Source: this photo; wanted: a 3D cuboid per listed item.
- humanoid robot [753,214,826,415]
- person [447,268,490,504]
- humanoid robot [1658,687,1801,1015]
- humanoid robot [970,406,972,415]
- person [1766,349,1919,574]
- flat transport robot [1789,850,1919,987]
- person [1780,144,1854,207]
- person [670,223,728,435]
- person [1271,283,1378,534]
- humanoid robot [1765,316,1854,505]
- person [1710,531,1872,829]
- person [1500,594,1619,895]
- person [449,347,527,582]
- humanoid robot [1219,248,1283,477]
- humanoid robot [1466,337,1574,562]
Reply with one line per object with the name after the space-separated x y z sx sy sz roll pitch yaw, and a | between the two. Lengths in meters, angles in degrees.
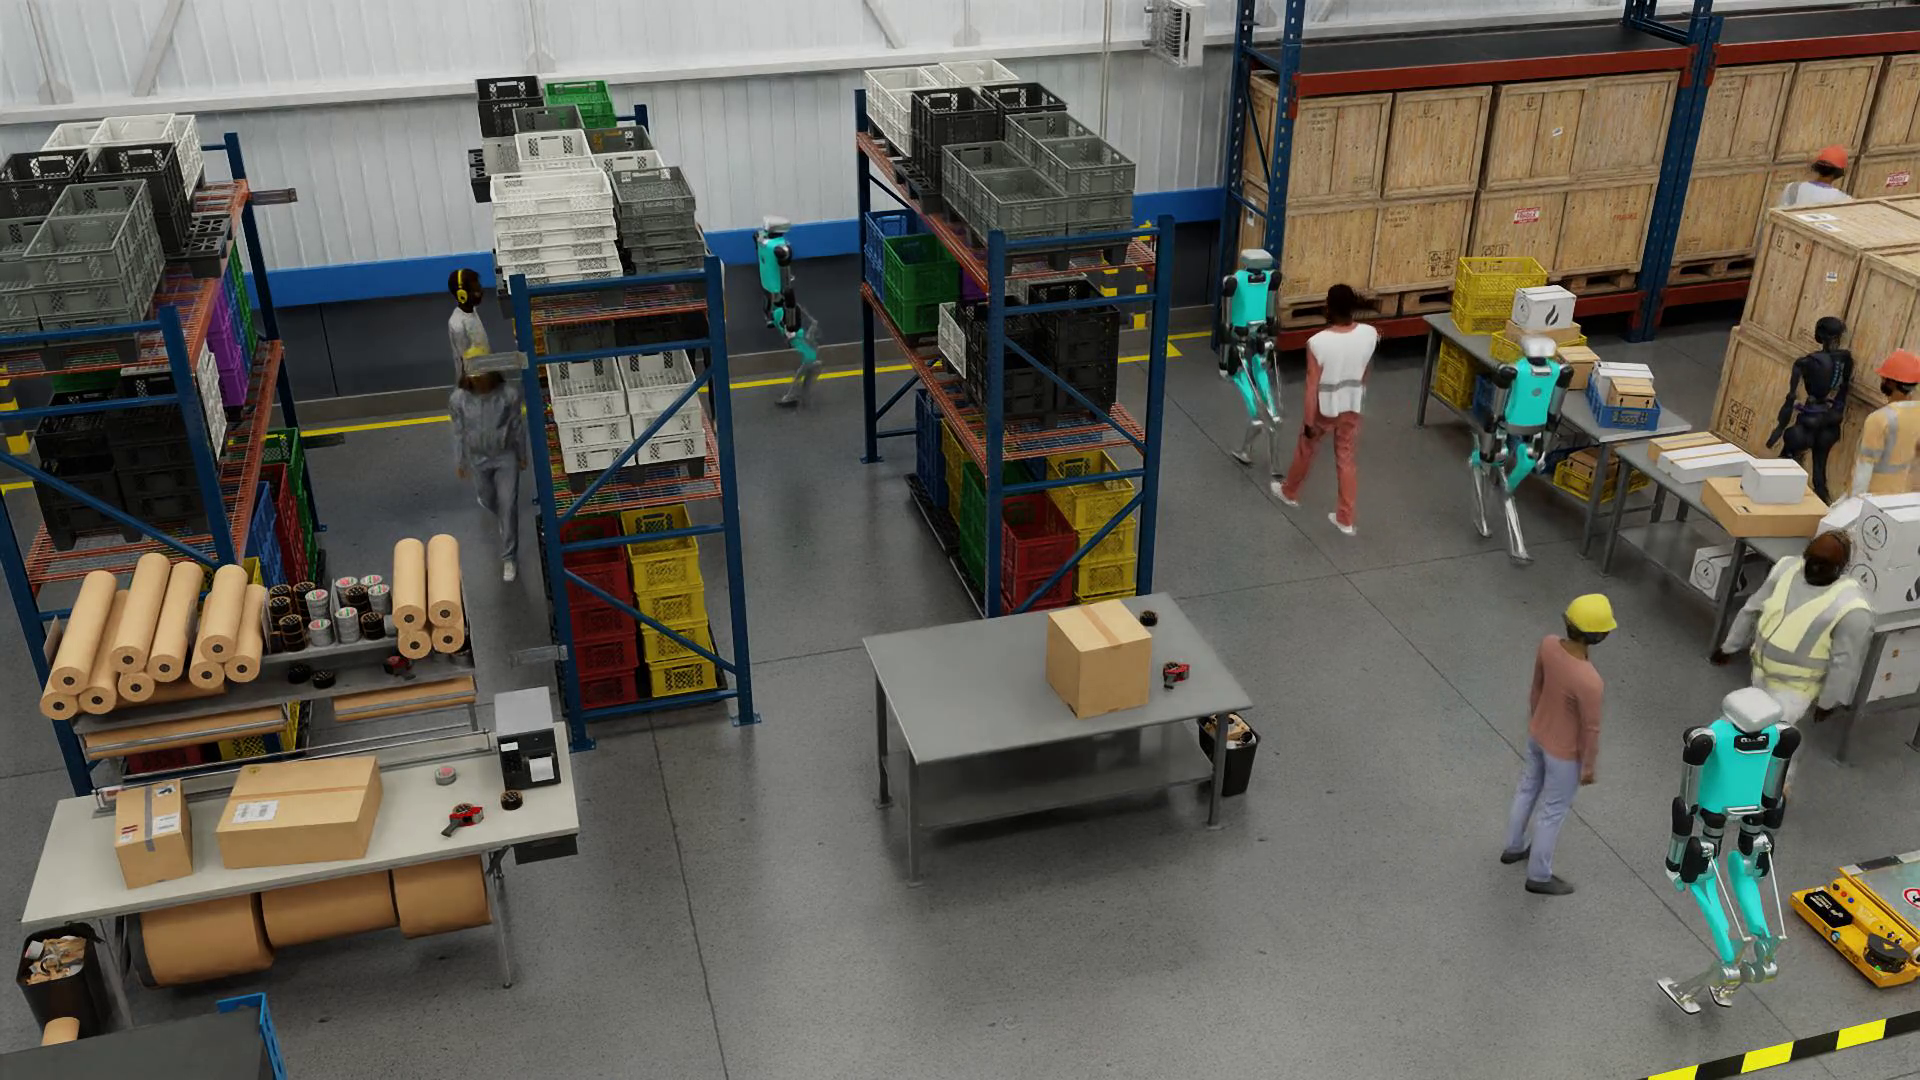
-1.366 -1.923 14.122 0.668 1.782 0.542 -16 33 -27 | humanoid robot
-3.631 -1.157 12.602 0.328 1.875 0.508 -3 29 -6 | person
3.610 1.546 7.684 0.533 1.677 0.735 -3 29 -5 | humanoid robot
0.216 -1.668 13.726 0.396 1.637 0.611 -5 29 -10 | humanoid robot
6.052 -0.403 11.204 0.564 1.892 0.940 -12 31 -21 | person
5.163 1.916 8.676 1.431 0.231 0.659 -8 30 -14 | flat transport robot
7.710 -2.589 15.073 0.994 1.997 0.631 -23 36 -35 | person
-2.161 -1.735 13.688 0.506 1.839 0.344 -2 29 -3 | person
2.739 -1.022 12.355 0.594 1.873 0.869 -9 30 -16 | person
6.319 -0.856 12.299 0.605 1.632 0.760 -9 30 -16 | humanoid robot
4.531 0.745 9.199 0.621 1.813 0.668 -7 30 -12 | person
3.150 1.056 8.686 0.325 1.765 0.530 -7 29 -12 | person
-3.313 -0.630 11.805 0.492 1.711 0.772 -4 29 -7 | person
2.373 -1.303 13.131 0.541 1.898 0.756 -13 31 -22 | humanoid robot
3.929 -0.698 11.895 0.540 1.732 0.982 -2 29 -4 | humanoid robot
